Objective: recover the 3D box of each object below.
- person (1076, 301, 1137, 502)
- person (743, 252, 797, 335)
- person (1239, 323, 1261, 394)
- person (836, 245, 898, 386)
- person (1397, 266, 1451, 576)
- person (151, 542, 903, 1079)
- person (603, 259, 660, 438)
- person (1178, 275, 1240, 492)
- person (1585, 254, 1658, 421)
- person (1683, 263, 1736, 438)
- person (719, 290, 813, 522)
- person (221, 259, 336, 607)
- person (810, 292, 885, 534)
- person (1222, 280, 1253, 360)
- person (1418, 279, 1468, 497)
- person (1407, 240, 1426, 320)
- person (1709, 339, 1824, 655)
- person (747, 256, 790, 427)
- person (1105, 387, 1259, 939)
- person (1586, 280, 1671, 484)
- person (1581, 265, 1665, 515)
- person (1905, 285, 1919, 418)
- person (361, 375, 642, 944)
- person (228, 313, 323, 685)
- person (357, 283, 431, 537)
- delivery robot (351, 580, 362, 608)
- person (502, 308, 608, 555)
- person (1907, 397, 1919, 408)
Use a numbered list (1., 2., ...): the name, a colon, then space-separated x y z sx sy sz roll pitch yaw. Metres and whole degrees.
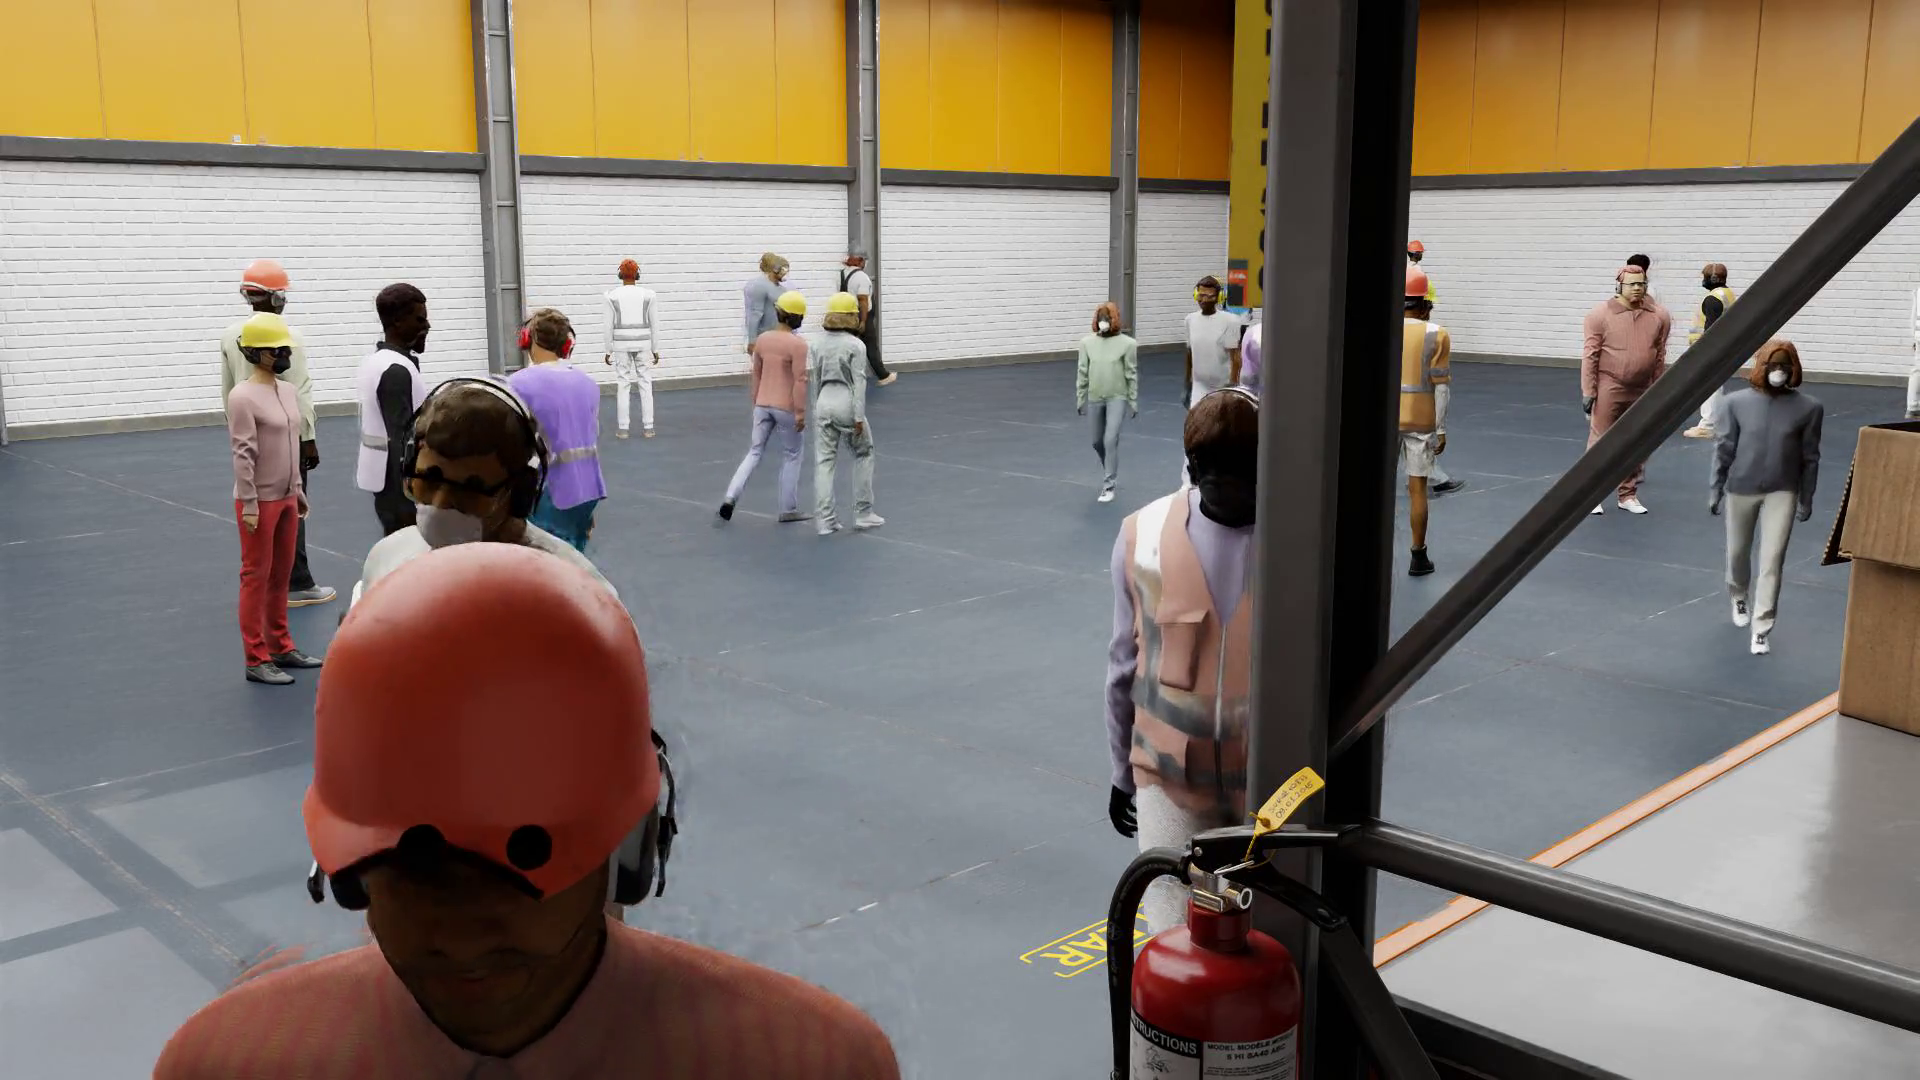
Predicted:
1. person: 1.218 -1.144 13.570 0.508 1.613 0.680 5 11 24
2. person: -2.208 -2.397 19.503 0.630 1.937 0.373 0 10 -2
3. person: 1.823 -0.529 9.109 0.597 2.012 0.629 1 10 5
4. person: -1.373 -3.157 23.359 0.990 2.000 0.686 -9 14 -42
5. person: 2.791 -0.740 10.449 0.545 1.942 0.354 5 11 24
6. person: -0.324 0.934 1.373 0.621 1.935 1.044 -1 10 -5
7. person: -3.462 -2.014 17.557 0.583 1.882 0.350 -3 11 -18
8. person: 2.090 -1.280 13.769 0.581 1.818 0.971 7 12 33
9. person: 7.473 -2.220 18.580 0.941 1.908 0.675 3 11 17
10. person: 7.944 -2.005 17.628 0.429 1.843 0.627 7 13 34
11. person: -1.396 -0.969 12.263 0.552 1.736 0.634 8 13 36
12. person: -3.944 -0.609 9.589 0.624 1.992 0.390 5 11 24
13. person: -0.828 -0.921 12.025 0.501 1.721 0.668 5 12 26
14. person: 4.794 -3.969 28.811 0.544 1.669 0.669 0 10 -1
15. person: 3.712 -1.236 13.591 0.937 1.771 0.615 3 11 16
16. person: 7.364 -3.835 27.041 0.369 2.048 0.607 -2 11 -13
17. person: 4.219 -0.261 8.734 0.503 1.604 0.789 5 12 26
18. person: -2.039 -2.187 18.466 0.637 1.898 0.696 4 11 21
19. person: 0.658 0.532 3.915 0.631 1.810 0.844 3 11 16
20. person: 5.561 -1.347 14.009 0.895 1.851 0.694 -9 14 -42
21. person: 5.085 -1.141 12.733 0.652 1.906 0.405 -1 10 -7
22. person: 11.243 -2.324 19.240 0.338 1.883 0.583 -2 11 -10
23. person: -0.782 0.640 3.009 0.662 1.911 0.601 8 13 37
24. person: -3.294 -0.203 7.999 0.331 1.768 0.526 1 10 6
25. person: -2.619 -0.227 7.768 0.437 1.925 0.605 -4 11 -23
26. delivery robot: -2.760 0.348 8.047 0.477 0.478 0.707 -3 11 -18
27. person: -1.785 -0.129 7.505 0.472 1.806 0.629 4 11 22
28. person: 12.006 -2.531 20.348 0.768 1.895 0.613 -5 12 -25
